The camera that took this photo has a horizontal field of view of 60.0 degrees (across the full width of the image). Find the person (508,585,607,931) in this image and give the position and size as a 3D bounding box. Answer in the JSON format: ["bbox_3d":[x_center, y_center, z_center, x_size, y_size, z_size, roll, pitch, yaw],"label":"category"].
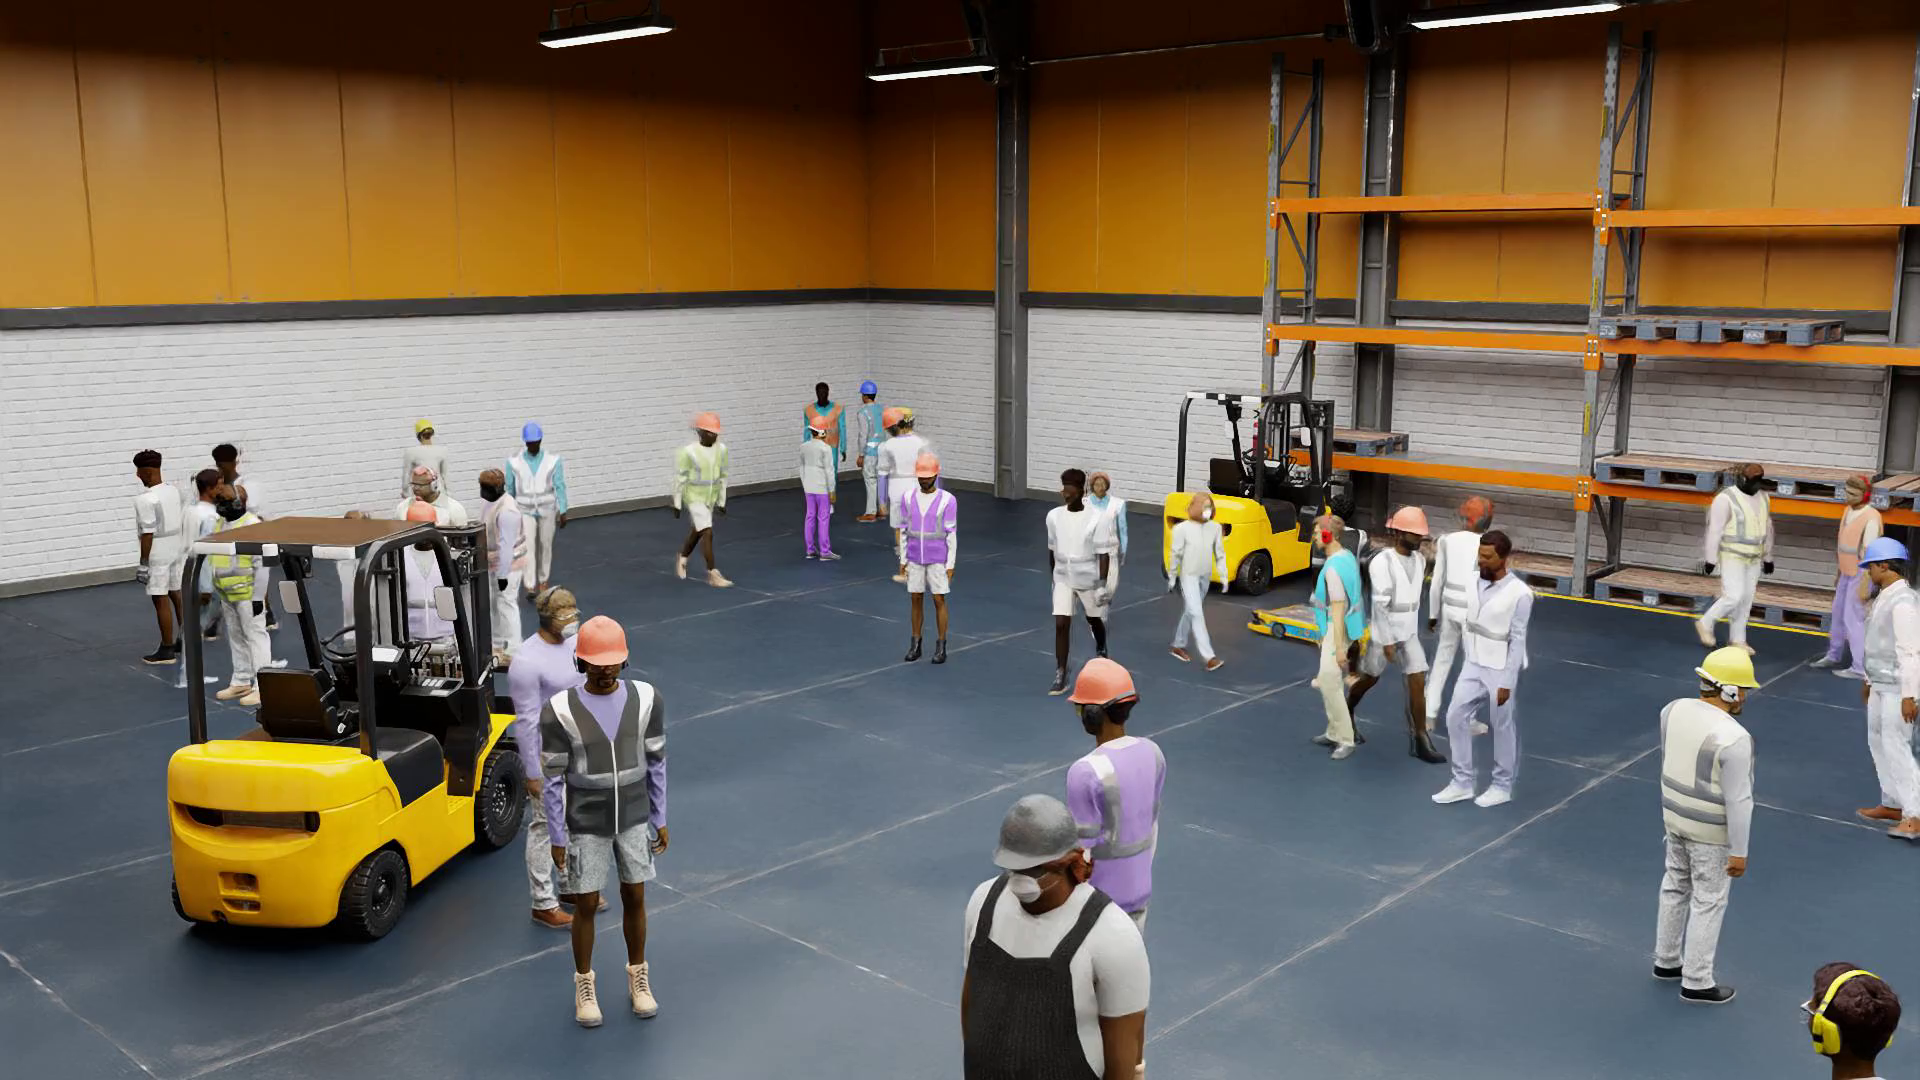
[{"bbox_3d":[-2.245,1.197,9.258,0.379,1.931,0.635,3,11,19],"label":"person"}]

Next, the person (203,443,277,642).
[{"bbox_3d":[-7.056,0.017,16.018,0.677,1.900,0.972,9,13,41],"label":"person"}]

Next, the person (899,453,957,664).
[{"bbox_3d":[-0.298,0.167,15.119,0.546,1.929,0.390,3,11,18],"label":"person"}]

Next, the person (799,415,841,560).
[{"bbox_3d":[-1.696,-0.634,20.164,0.560,1.753,0.328,10,14,43],"label":"person"}]

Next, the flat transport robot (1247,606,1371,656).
[{"bbox_3d":[3.516,0.843,15.983,0.652,0.197,1.431,-8,13,-37],"label":"flat transport robot"}]

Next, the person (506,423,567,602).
[{"bbox_3d":[-4.534,-0.296,17.827,0.641,1.893,0.979,-3,10,-14],"label":"person"}]

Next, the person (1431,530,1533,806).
[{"bbox_3d":[3.479,0.877,11.121,0.722,1.898,0.606,-5,11,-25],"label":"person"}]

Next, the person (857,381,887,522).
[{"bbox_3d":[-1.225,-1.215,22.924,0.402,1.949,0.605,6,12,31],"label":"person"}]

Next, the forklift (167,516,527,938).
[{"bbox_3d":[-3.583,0.976,9.748,1.214,2.155,2.313,2,10,11],"label":"forklift"}]

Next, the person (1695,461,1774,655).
[{"bbox_3d":[7.221,0.163,15.433,0.650,1.824,0.461,-5,11,-25],"label":"person"}]

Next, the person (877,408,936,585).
[{"bbox_3d":[-0.571,-0.488,18.672,0.734,1.990,0.521,-3,10,-14],"label":"person"}]

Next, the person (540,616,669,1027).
[{"bbox_3d":[-1.701,1.357,8.059,0.601,2.035,0.407,-5,11,-27],"label":"person"}]

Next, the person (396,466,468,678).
[{"bbox_3d":[-4.587,0.304,14.400,0.649,1.904,0.401,1,10,6],"label":"person"}]

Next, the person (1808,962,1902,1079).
[{"bbox_3d":[2.379,2.060,4.543,0.512,1.862,0.322,-2,10,-10],"label":"person"}]

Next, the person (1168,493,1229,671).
[{"bbox_3d":[2.169,0.361,14.949,0.520,1.579,0.867,-5,11,-28],"label":"person"}]

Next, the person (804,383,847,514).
[{"bbox_3d":[-1.893,-1.260,23.357,0.614,1.878,0.898,0,10,0],"label":"person"}]

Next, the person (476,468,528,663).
[{"bbox_3d":[-4.143,0.245,15.054,0.438,1.829,0.658,-6,12,-30],"label":"person"}]

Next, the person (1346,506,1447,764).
[{"bbox_3d":[3.212,0.666,12.407,0.547,1.894,0.988,-5,11,-28],"label":"person"}]

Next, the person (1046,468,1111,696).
[{"bbox_3d":[1.040,0.313,14.333,0.616,1.919,1.044,5,11,24],"label":"person"}]

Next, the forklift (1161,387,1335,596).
[{"bbox_3d":[3.298,-0.608,18.767,1.214,2.155,2.313,9,13,42],"label":"forklift"}]

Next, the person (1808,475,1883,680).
[{"bbox_3d":[7.848,0.320,14.572,0.447,1.823,0.659,2,10,12],"label":"person"}]

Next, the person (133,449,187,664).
[{"bbox_3d":[-7.271,0.149,15.130,0.369,1.958,0.602,1,10,8],"label":"person"}]

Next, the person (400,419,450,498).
[{"bbox_3d":[-6.386,-0.580,19.859,0.539,1.749,0.452,-7,12,-37],"label":"person"}]

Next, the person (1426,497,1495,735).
[{"bbox_3d":[3.863,0.591,12.922,0.402,1.871,0.712,-8,13,-39],"label":"person"}]

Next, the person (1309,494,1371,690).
[{"bbox_3d":[3.225,0.451,14.158,0.535,1.697,0.318,-2,10,-11],"label":"person"}]

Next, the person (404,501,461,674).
[{"bbox_3d":[-3.910,0.665,12.251,0.547,1.938,0.378,-3,10,-16],"label":"person"}]

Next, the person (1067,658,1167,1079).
[{"bbox_3d":[0.622,1.511,7.190,0.409,2.029,0.614,8,13,38],"label":"person"}]

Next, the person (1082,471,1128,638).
[{"bbox_3d":[1.369,0.114,16.264,0.525,1.623,0.588,0,10,0],"label":"person"}]

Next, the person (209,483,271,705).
[{"bbox_3d":[-5.965,0.443,13.787,0.624,1.845,0.430,8,12,37],"label":"person"}]

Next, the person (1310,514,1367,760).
[{"bbox_3d":[2.792,0.715,12.347,0.425,1.818,0.630,4,11,21],"label":"person"}]

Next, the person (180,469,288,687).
[{"bbox_3d":[-6.390,0.320,14.404,0.903,1.878,0.595,-8,13,-39],"label":"person"}]

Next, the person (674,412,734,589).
[{"bbox_3d":[-2.950,-0.469,18.662,1.051,1.979,0.601,9,14,42],"label":"person"}]

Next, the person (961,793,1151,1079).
[{"bbox_3d":[0.255,1.797,5.512,0.690,2.000,0.539,8,13,38],"label":"person"}]

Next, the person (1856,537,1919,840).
[{"bbox_3d":[6.034,0.948,10.763,0.444,1.895,0.770,3,10,14],"label":"person"}]

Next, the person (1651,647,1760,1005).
[{"bbox_3d":[3.726,1.418,8.307,0.403,1.818,0.606,-2,10,-13],"label":"person"}]

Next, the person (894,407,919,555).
[{"bbox_3d":[-0.662,-0.725,20.486,0.404,1.827,0.588,0,10,-1],"label":"person"}]
